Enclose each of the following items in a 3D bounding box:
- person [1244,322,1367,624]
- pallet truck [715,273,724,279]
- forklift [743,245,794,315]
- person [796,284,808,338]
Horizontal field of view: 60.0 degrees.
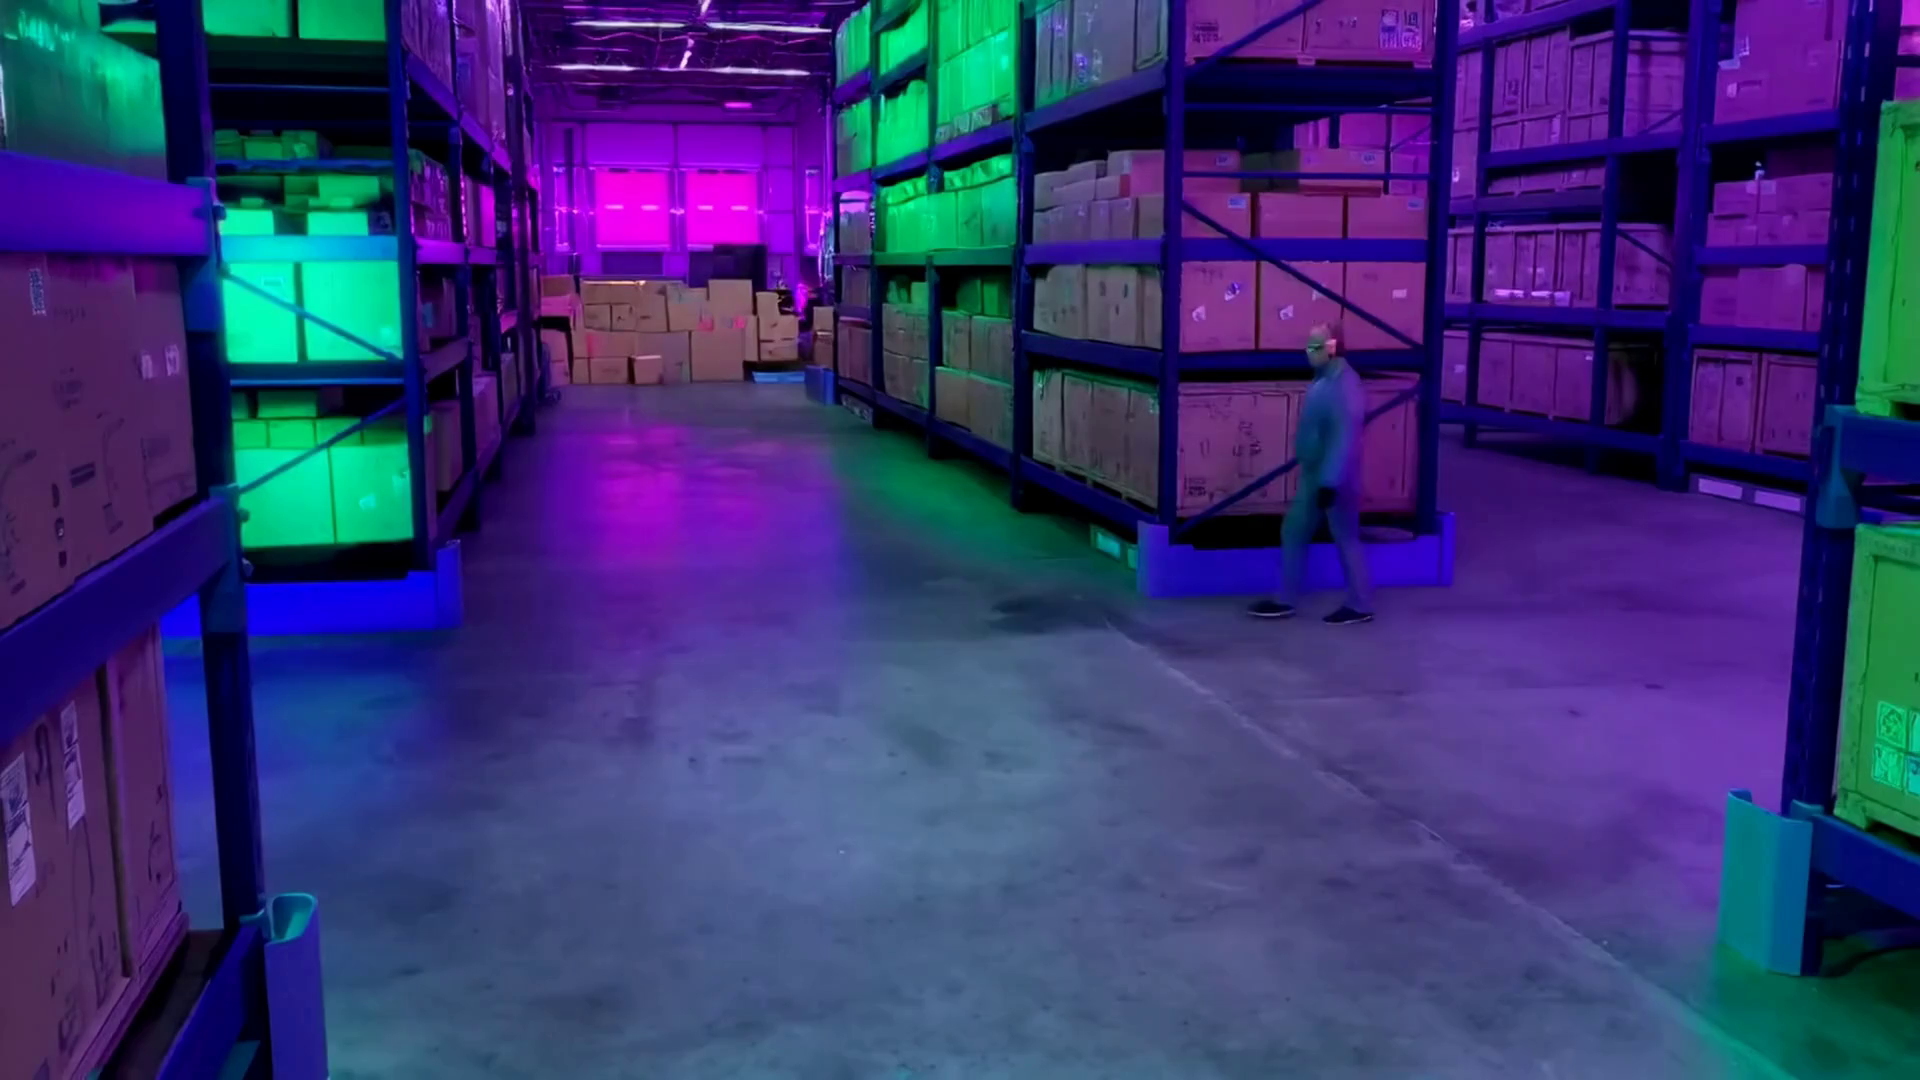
[{"bbox_3d":[2.170,-0.399,10.287,0.854,1.873,0.670,-2,9,-10],"label":"person"},{"bbox_3d":[-8.580,-8.986,62.280,1.885,1.965,0.823,1,9,5],"label":"pallet truck"},{"bbox_3d":[-5.578,-6.690,45.602,1.873,2.768,1.129,-7,12,-36],"label":"forklift"},{"bbox_3d":[-5.001,-7.236,52.523,0.317,1.695,0.540,-5,10,-27],"label":"person"}]
